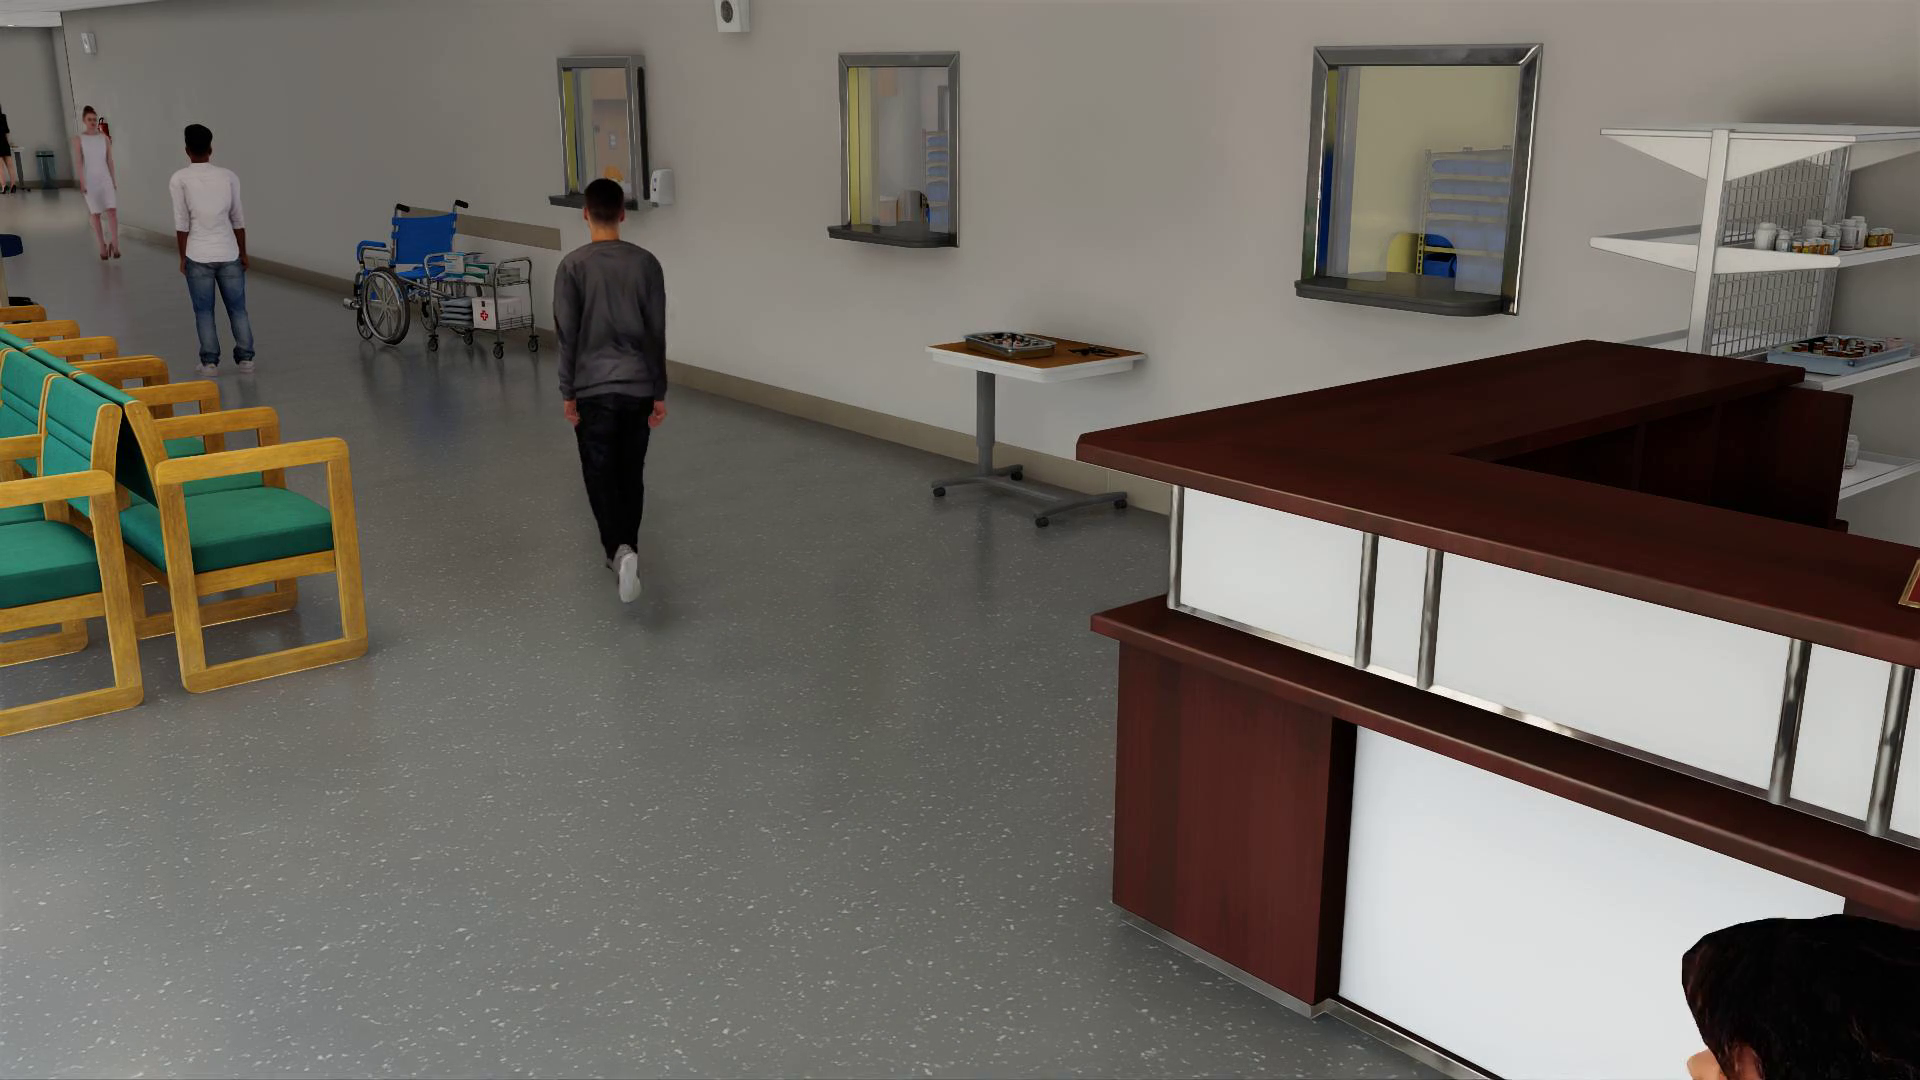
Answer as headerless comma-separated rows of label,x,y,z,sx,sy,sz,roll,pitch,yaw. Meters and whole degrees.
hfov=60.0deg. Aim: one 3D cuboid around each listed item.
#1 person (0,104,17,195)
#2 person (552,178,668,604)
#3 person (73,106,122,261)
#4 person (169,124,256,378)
person,-17.624,-7.234,30.555,0.737,1.697,0.628,6,17,21
person,-1.429,-0.596,6.929,1.035,1.743,0.880,-6,17,-21
person,-10.177,-4.179,19.571,0.637,1.778,0.647,-11,19,-34
person,-5.502,-2.127,12.224,0.537,1.815,0.724,-10,19,-32
